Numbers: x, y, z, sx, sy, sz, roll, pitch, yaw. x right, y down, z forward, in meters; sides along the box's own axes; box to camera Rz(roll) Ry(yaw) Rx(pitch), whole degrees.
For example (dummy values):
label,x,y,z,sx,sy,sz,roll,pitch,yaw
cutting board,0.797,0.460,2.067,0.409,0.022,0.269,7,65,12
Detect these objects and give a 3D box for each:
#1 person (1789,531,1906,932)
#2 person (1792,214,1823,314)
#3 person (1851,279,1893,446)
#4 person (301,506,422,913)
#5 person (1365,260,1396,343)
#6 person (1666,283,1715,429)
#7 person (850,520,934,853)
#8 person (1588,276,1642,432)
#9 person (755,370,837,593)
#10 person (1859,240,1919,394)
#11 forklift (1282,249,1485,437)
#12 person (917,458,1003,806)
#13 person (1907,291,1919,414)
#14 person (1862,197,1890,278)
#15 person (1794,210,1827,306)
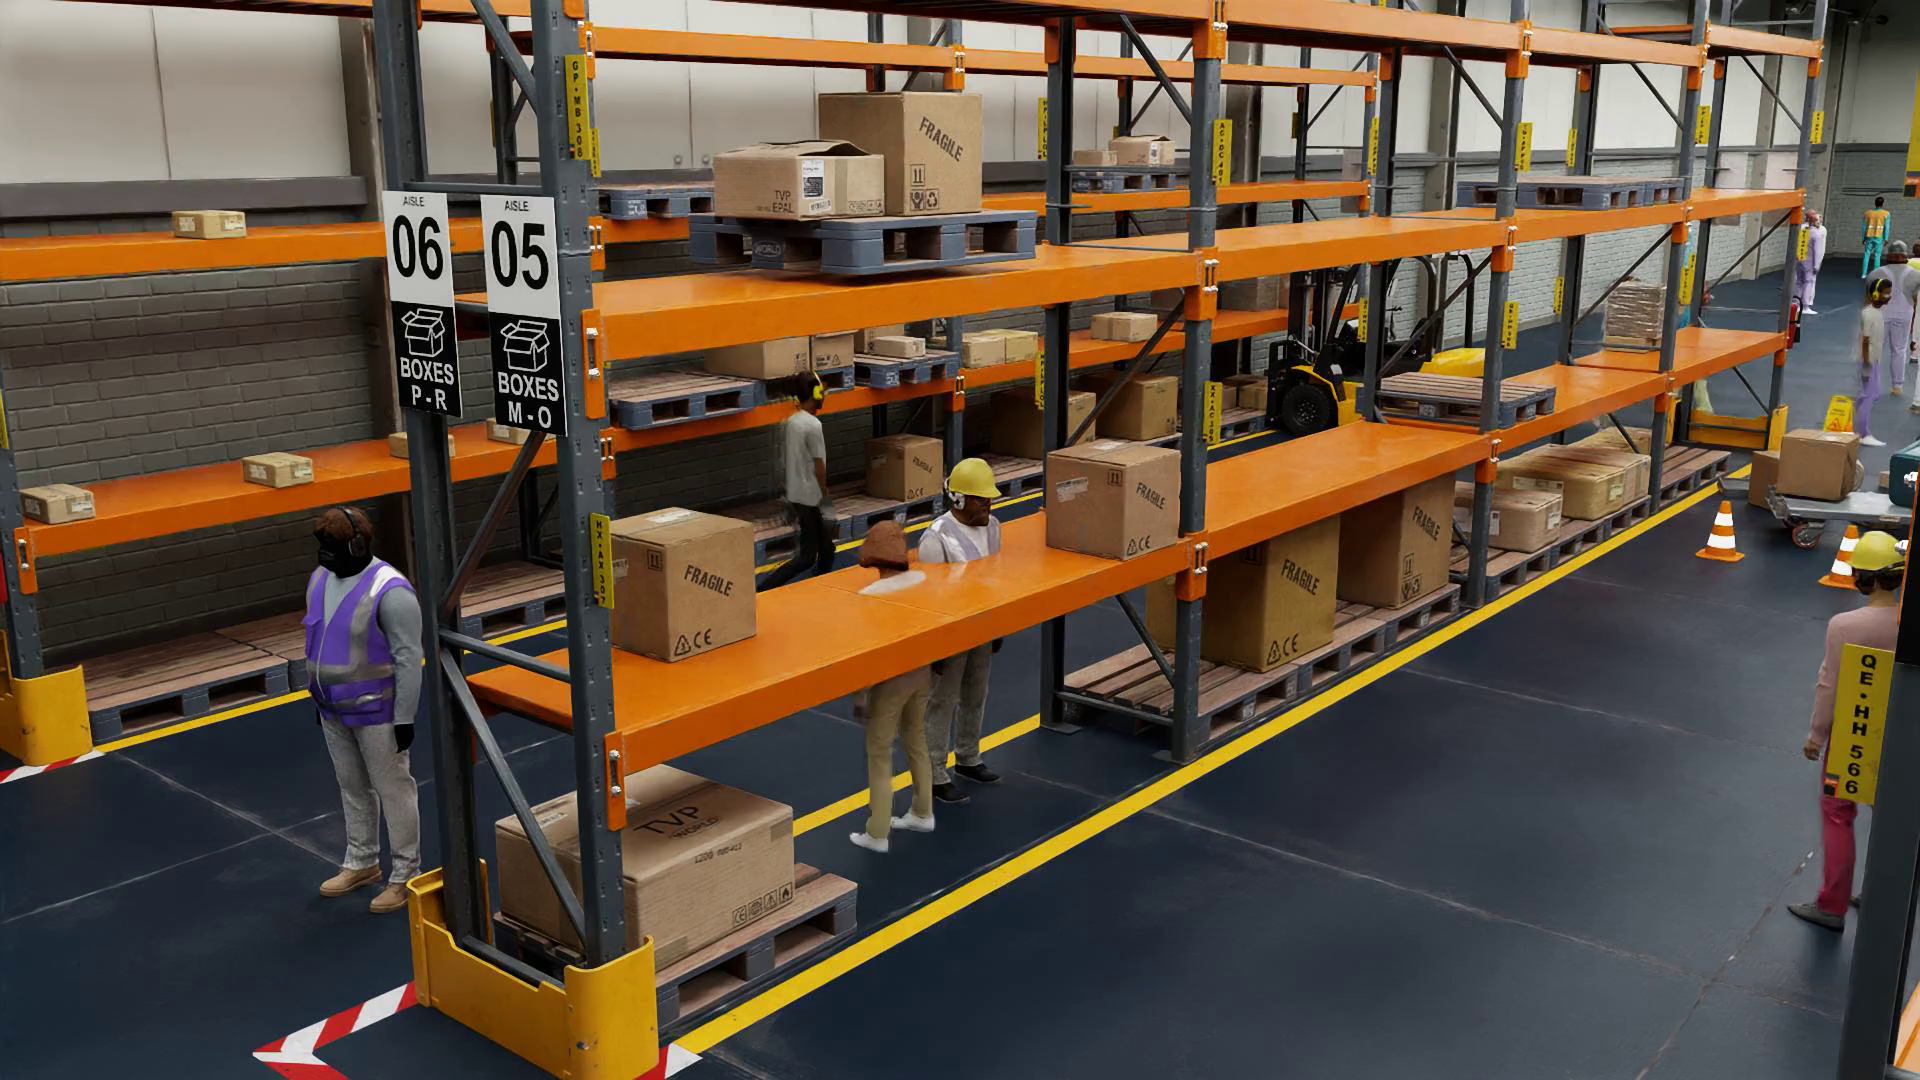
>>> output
label,x,y,z,sx,sy,sz,roll,pitch,yaw
person,3.955,0.830,7.290,0.524,1.758,0.368,-5,15,-18
person,16.298,-5.293,31.925,0.396,1.899,0.660,-2,14,-7
person,10.094,-1.979,18.502,0.529,1.855,0.554,10,17,37
person,-2.674,0.750,7.426,0.636,1.842,0.429,8,16,31
person,5.487,-2.782,21.749,0.508,1.873,0.329,-7,15,-26
person,8.594,-2.117,19.343,0.866,1.711,0.593,7,16,27
person,-0.338,0.707,8.057,0.333,1.619,0.524,12,19,41
person,7.475,-2.102,19.042,0.522,1.837,0.576,7,15,26
person,-1.129,-0.262,11.576,0.808,1.830,0.560,-5,15,-18
person,12.371,-2.964,22.138,0.683,2.000,0.538,6,15,21
forklift,4.886,-2.214,18.767,2.313,2.155,1.214,11,18,38
person,0.028,0.466,8.635,0.409,1.820,0.594,10,17,35
person,12.068,-2.492,20.541,0.583,1.882,0.350,3,14,14
person,21.831,-7.212,39.682,0.391,1.921,0.591,-13,19,-42
person,16.958,-5.649,33.363,0.684,1.902,0.395,3,14,12
